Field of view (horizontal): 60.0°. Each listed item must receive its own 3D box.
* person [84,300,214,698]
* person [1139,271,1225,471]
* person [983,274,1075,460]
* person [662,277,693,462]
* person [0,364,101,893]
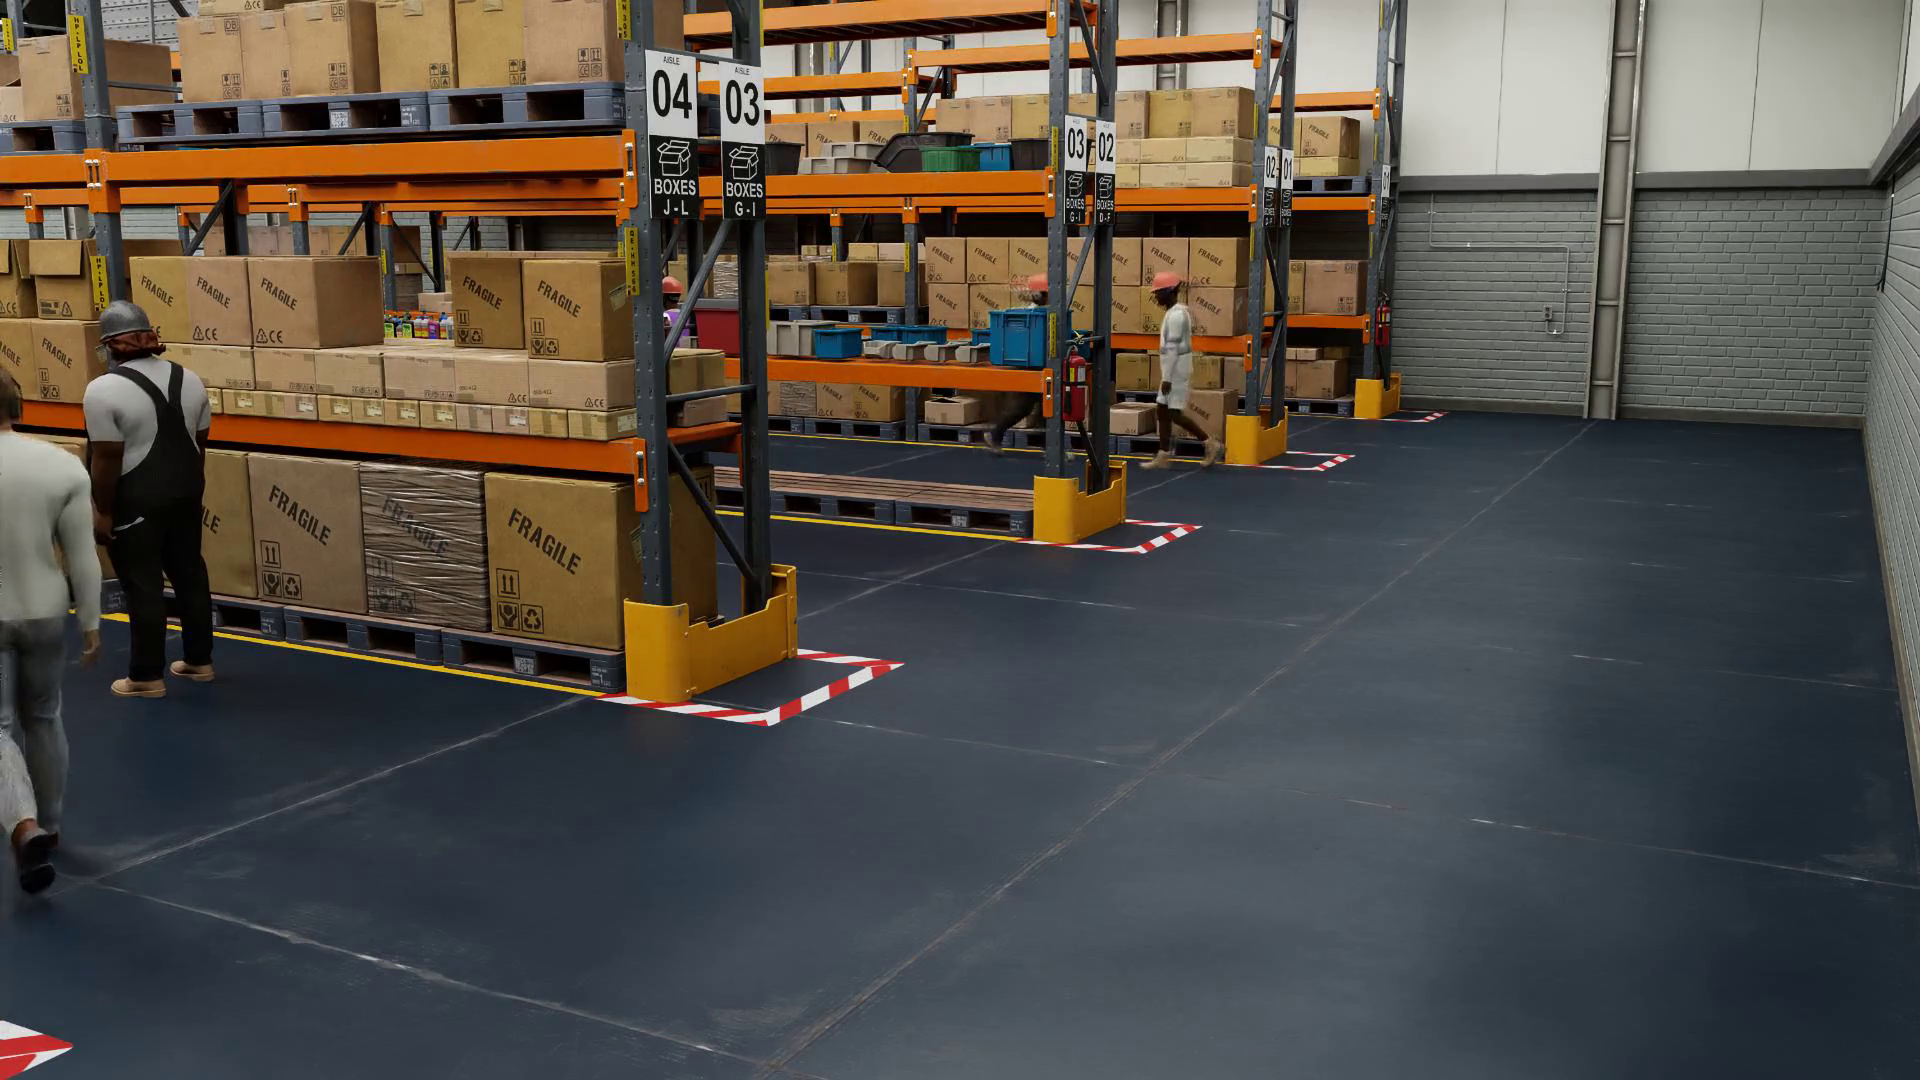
[{"bbox_3d":[-4.201,-0.219,8.537,0.536,2.000,0.678,5,11,23],"label":"person"},{"bbox_3d":[2.222,-1.658,16.485,0.773,2.007,0.617,0,10,-1],"label":"person"},{"bbox_3d":[0.723,-1.806,17.431,0.906,1.967,0.631,5,11,24],"label":"person"},{"bbox_3d":[-2.892,-1.668,16.719,0.361,1.935,0.553,8,13,36],"label":"person"},{"bbox_3d":[-3.426,0.312,6.021,0.634,1.913,0.846,-9,13,-39],"label":"person"}]
